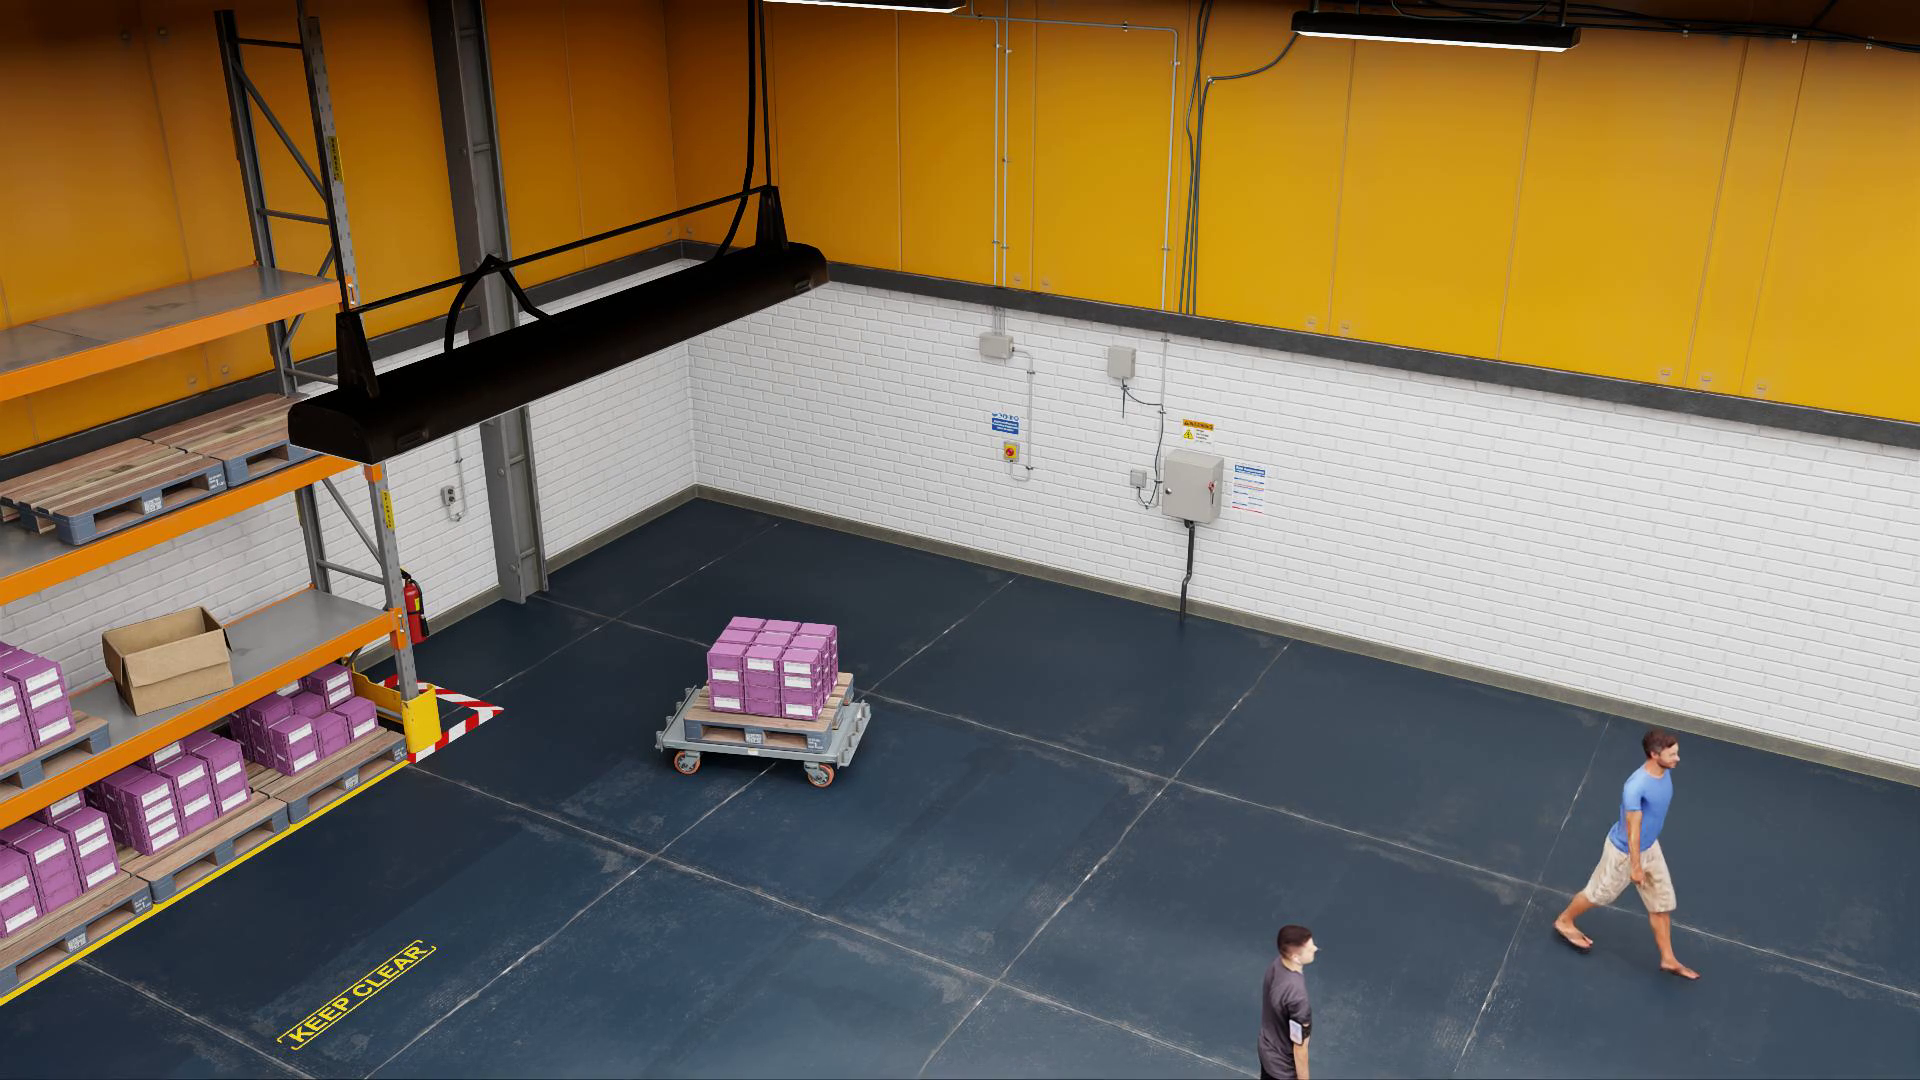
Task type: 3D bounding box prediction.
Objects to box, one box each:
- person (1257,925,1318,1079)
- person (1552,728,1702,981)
[{"bbox_3d":[1.831,2.929,9.414,0.784,1.764,0.686,-2,24,-5],"label":"person"},{"bbox_3d":[4.489,2.070,11.316,1.258,1.813,1.003,-18,30,-36],"label":"person"}]
